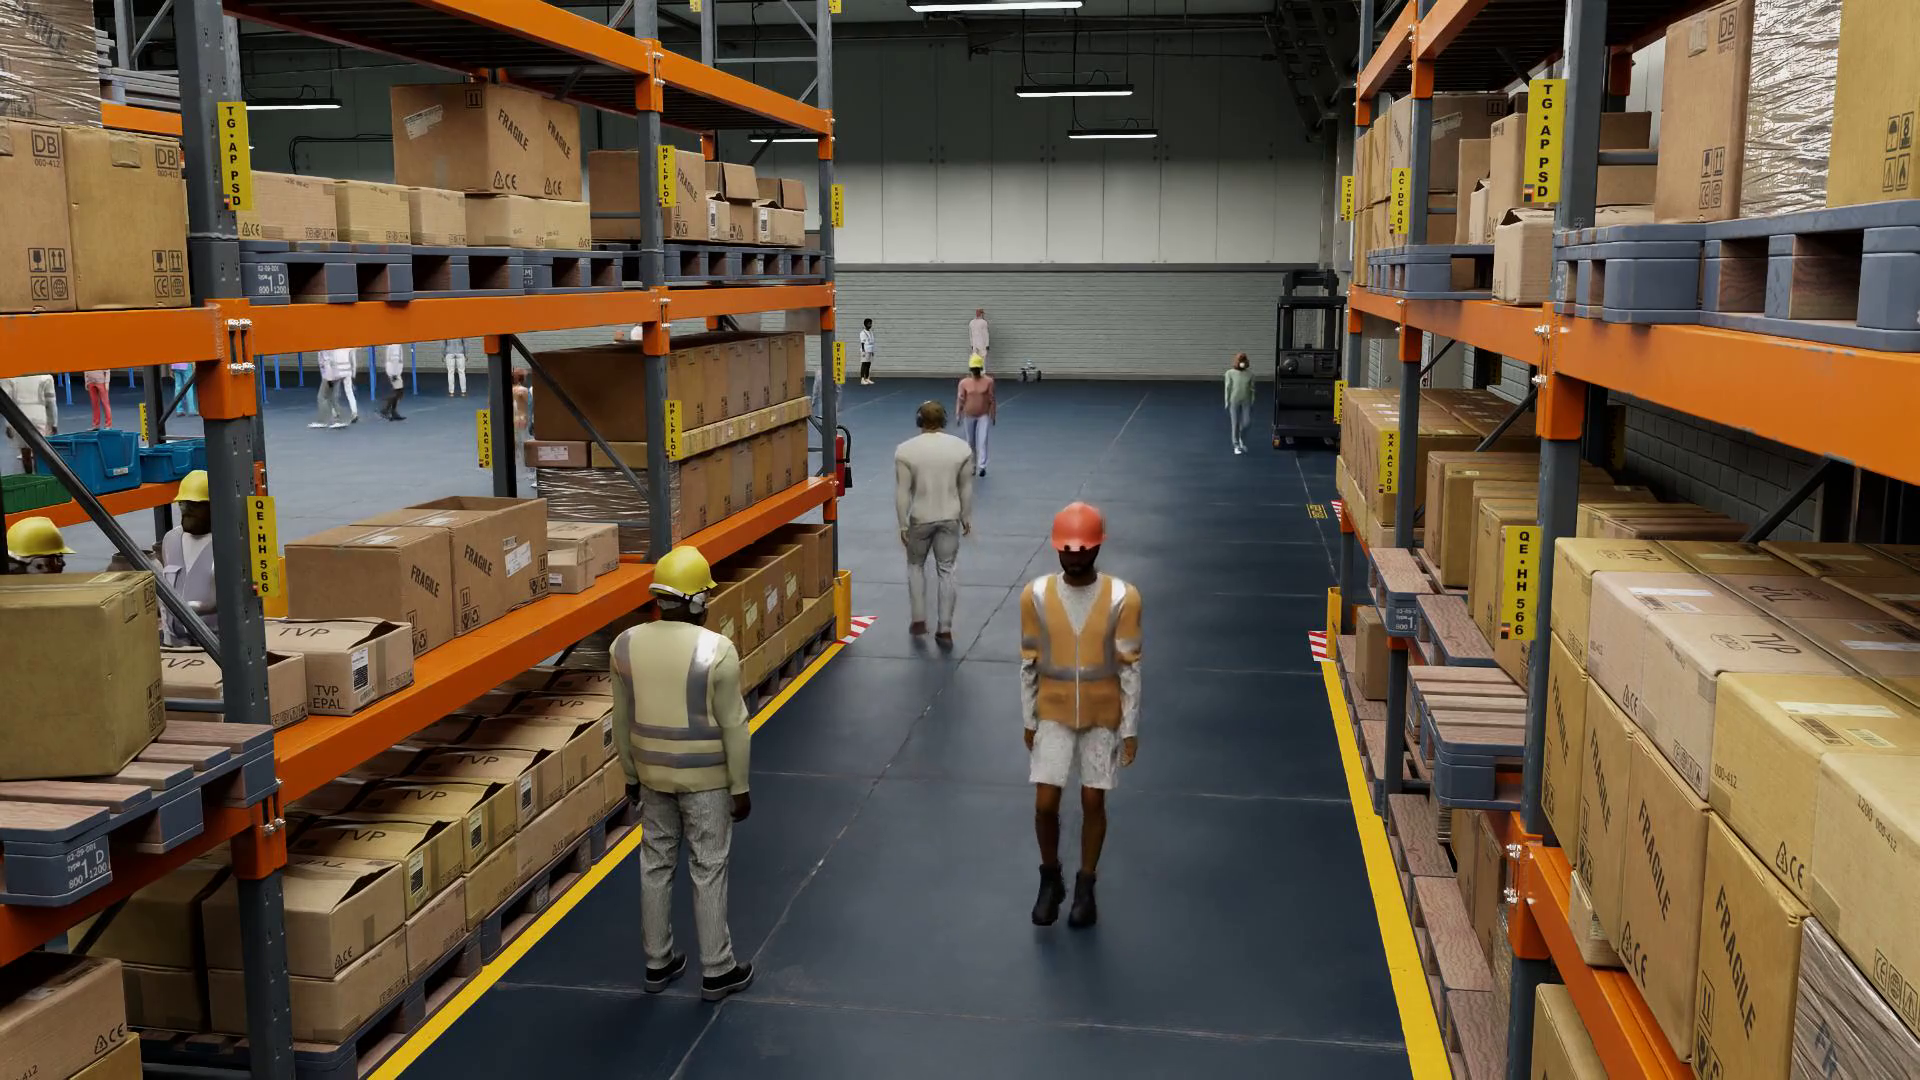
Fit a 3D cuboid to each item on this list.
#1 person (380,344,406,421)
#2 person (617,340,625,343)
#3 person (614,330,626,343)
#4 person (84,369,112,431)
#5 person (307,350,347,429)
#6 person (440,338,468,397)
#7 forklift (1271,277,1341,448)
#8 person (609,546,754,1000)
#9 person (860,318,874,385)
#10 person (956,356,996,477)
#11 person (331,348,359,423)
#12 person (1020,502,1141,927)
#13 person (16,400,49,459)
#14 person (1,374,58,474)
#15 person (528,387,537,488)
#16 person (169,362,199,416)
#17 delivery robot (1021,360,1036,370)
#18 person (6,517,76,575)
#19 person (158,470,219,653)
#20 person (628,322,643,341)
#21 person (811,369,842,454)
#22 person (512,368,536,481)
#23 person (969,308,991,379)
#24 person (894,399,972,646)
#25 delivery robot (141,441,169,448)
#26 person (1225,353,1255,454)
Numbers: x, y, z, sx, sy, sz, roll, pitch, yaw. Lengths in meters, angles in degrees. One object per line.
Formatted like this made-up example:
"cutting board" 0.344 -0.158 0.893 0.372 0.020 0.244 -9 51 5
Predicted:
"person" -11.006 -3.277 32.446 0.564 1.907 0.568 -4 10 -22
"person" -6.104 -2.767 30.013 0.555 1.657 0.814 1 9 8
"person" -7.359 -3.732 36.088 0.506 1.633 0.265 2 9 11
"person" -15.682 -2.847 30.218 0.525 1.769 0.327 3 10 17
"person" -11.808 -3.006 30.860 0.807 1.873 0.666 -1 9 -9
"person" -11.762 -4.307 38.708 0.627 1.937 0.372 -3 10 -19
"forklift" 5.847 -3.016 27.970 1.129 2.768 1.873 1 9 9
"person" -1.101 0.931 6.711 0.600 1.832 0.404 4 10 21
"person" -2.380 -4.840 42.715 0.320 1.698 0.538 5 10 27
"person" 0.225 -1.748 23.598 0.555 1.714 0.930 0 9 3
"person" -11.934 -3.197 32.177 0.593 1.846 0.961 -8 12 -40
"person" 0.524 0.789 7.346 0.543 1.921 0.500 1 9 8
"person" -14.408 -2.194 25.759 0.654 1.906 0.407 4 10 24
"person" -12.047 -1.541 21.566 0.617 1.969 1.134 -5 10 -27
"person" -5.575 -1.521 22.436 0.512 1.639 0.312 1 9 8
"person" -15.656 -3.415 33.491 0.571 1.839 0.373 1 9 8
"delivery robot" 1.841 -4.648 44.095 0.335 0.223 0.698 3 10 15
"person" -4.128 0.805 7.499 0.595 1.828 0.403 4 10 22
"person" -4.165 0.526 9.201 0.590 1.837 0.404 2 9 12
"person" -7.409 -4.354 38.804 0.917 2.000 0.687 2 9 13
"person" -2.108 -2.226 26.865 0.495 1.604 0.788 5 11 30
"person" -6.054 -1.565 22.849 0.847 1.587 0.500 -8 12 -42
"person" 0.552 -5.247 44.577 0.641 1.913 0.407 9 13 44
"person" -0.215 -0.153 13.161 0.645 1.915 0.705 -2 9 -10
"delivery robot" -11.519 -1.255 23.970 0.477 0.478 0.707 2 10 14
"person" 4.474 -2.183 26.569 0.508 1.620 0.348 -1 9 -4
